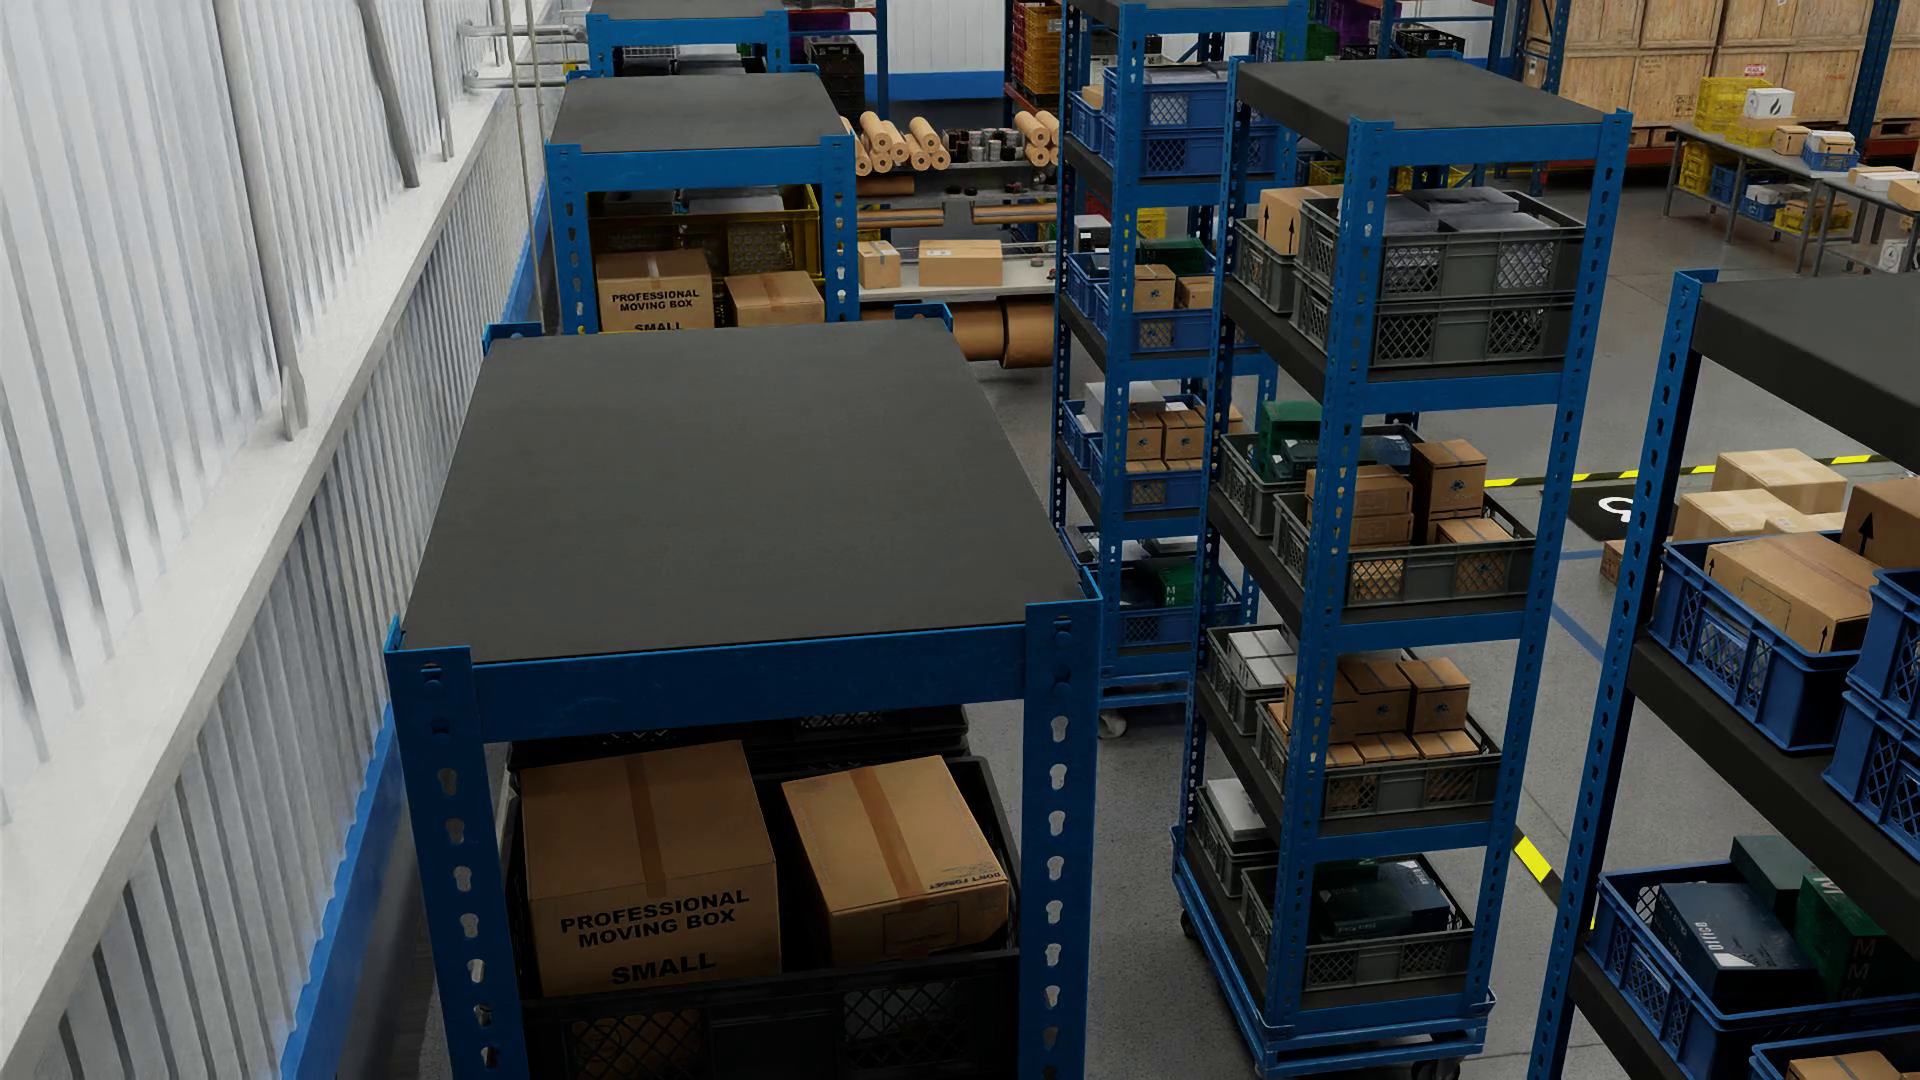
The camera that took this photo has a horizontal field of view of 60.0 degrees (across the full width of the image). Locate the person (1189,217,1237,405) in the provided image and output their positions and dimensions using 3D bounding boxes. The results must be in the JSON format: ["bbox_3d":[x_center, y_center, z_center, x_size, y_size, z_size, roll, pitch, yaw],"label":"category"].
[{"bbox_3d":[1.687,-1.255,11.133,0.398,1.852,0.587,-3,25,-7],"label":"person"}]

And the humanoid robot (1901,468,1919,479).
[{"bbox_3d":[6.443,-1.133,10.838,0.735,1.681,0.533,-12,27,-25],"label":"humanoid robot"}]
